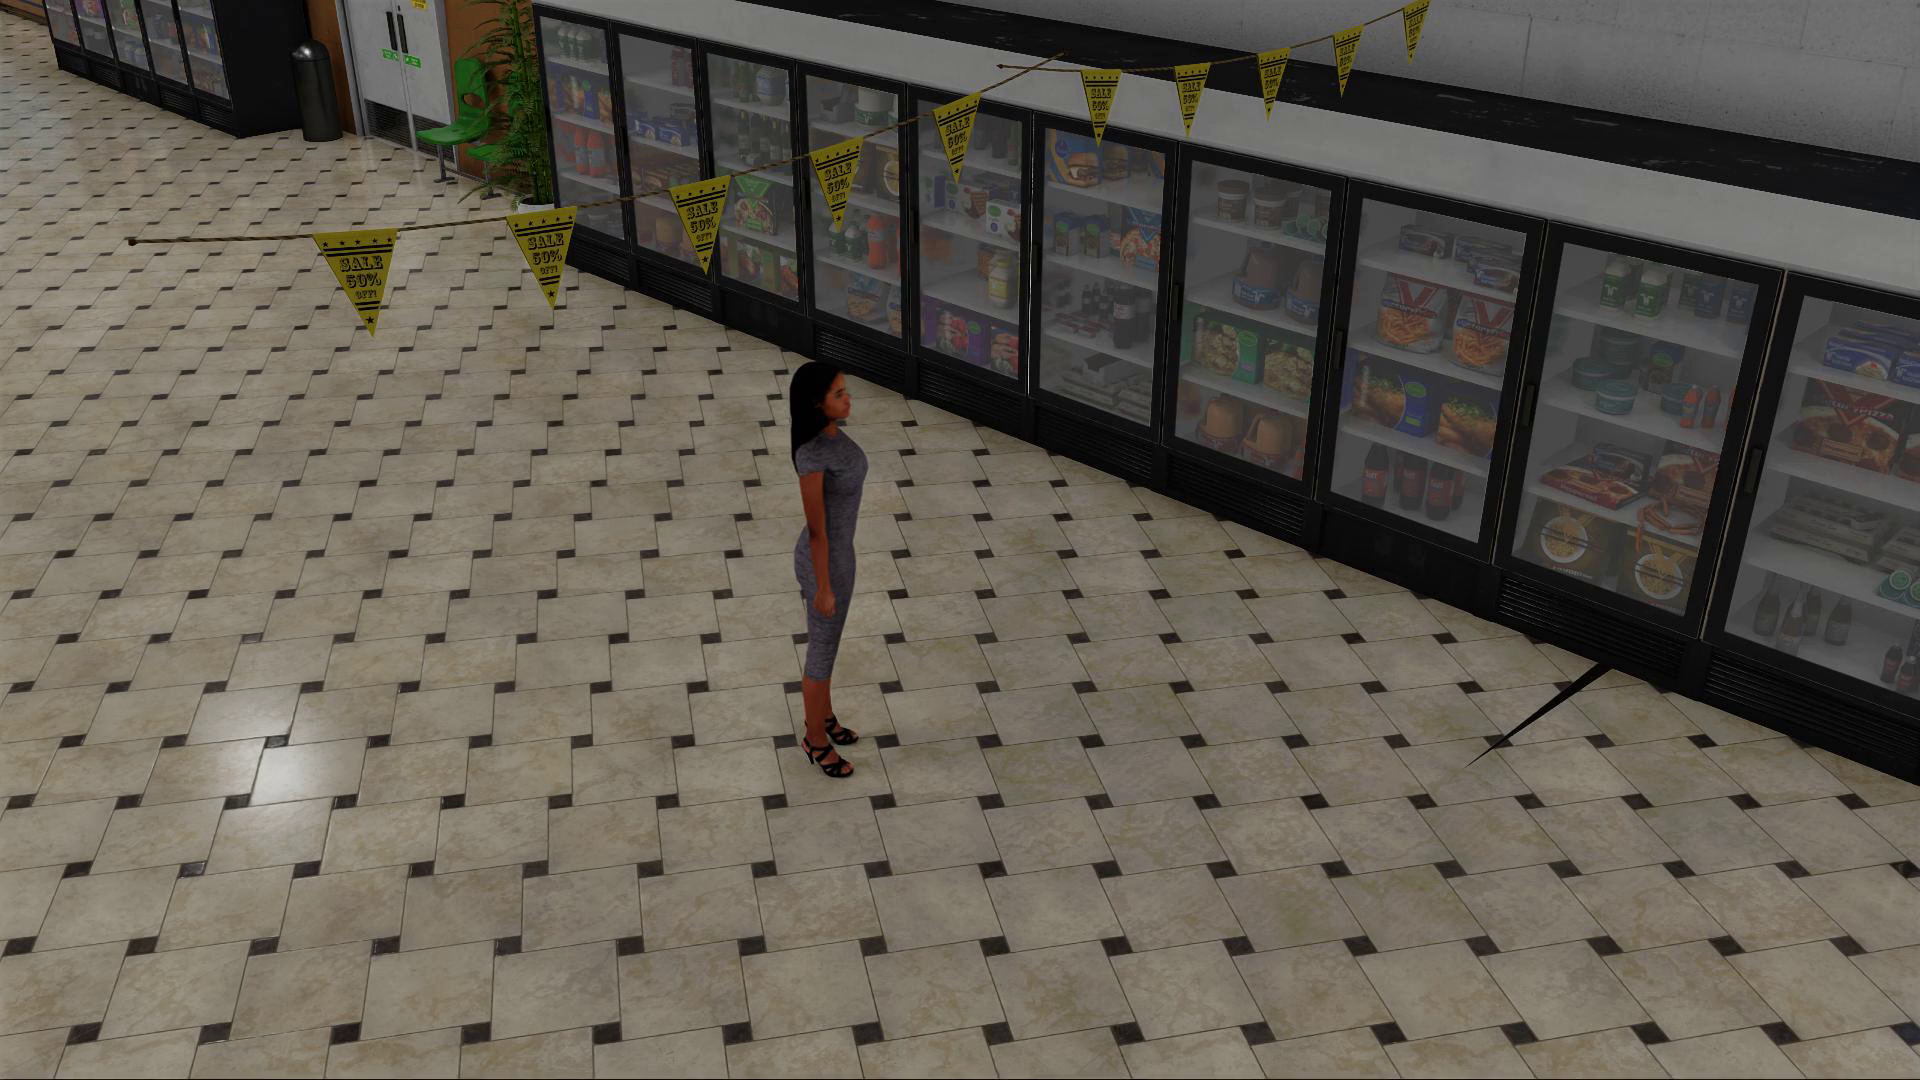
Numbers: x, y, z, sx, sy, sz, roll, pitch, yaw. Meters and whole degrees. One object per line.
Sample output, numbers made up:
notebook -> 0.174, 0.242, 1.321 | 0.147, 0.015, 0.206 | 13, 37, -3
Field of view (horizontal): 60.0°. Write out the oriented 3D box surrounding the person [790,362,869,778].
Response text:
person -> -0.544, 0.120, 6.730 | 0.726, 1.781, 0.646 | 3, 27, 6
